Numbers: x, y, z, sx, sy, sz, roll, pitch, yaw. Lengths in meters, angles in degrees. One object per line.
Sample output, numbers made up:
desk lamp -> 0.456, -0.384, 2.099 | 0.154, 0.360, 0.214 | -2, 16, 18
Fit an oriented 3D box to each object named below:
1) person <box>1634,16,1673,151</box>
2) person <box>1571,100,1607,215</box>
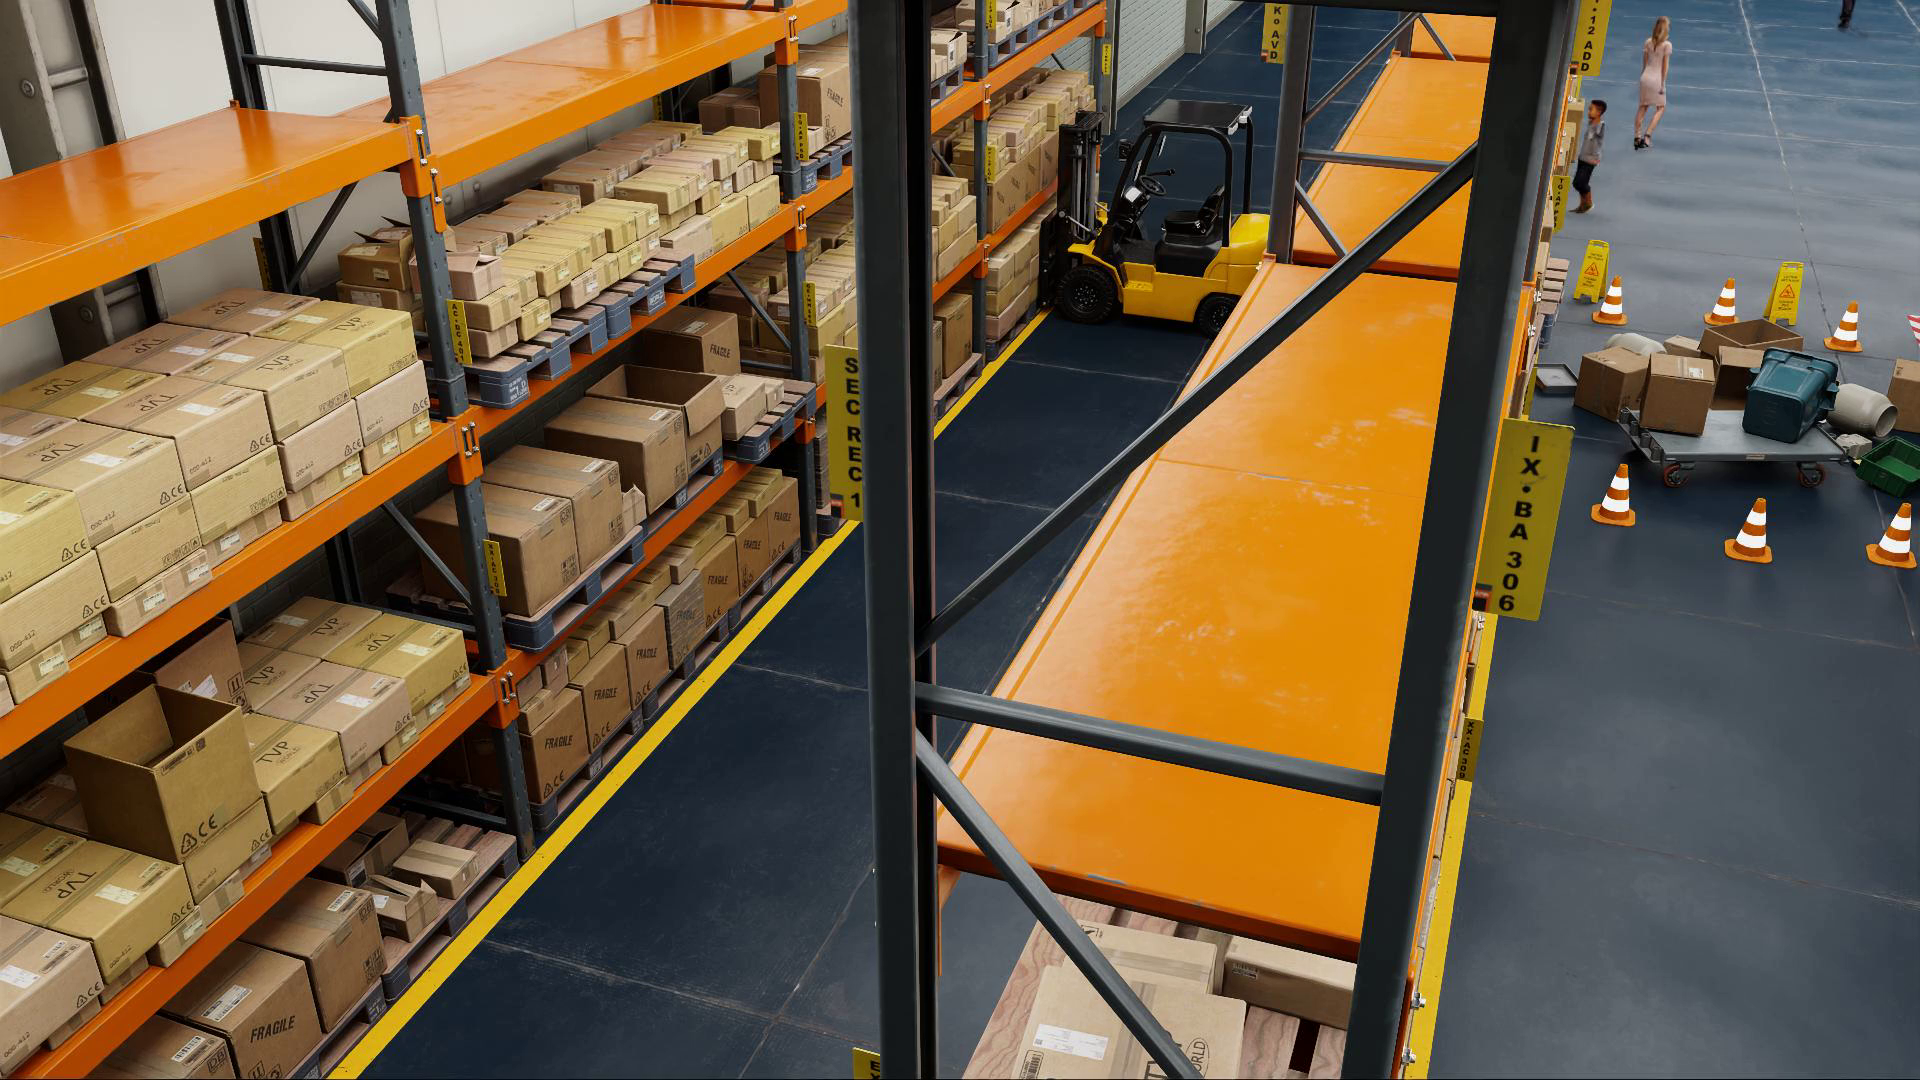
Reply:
person -> 9.549, -6.313, 23.087 | 0.748, 1.819, 0.710 | -18, 33, -30
person -> 7.867, -4.785, 20.614 | 0.755, 1.446, 0.662 | -4, 28, -7
